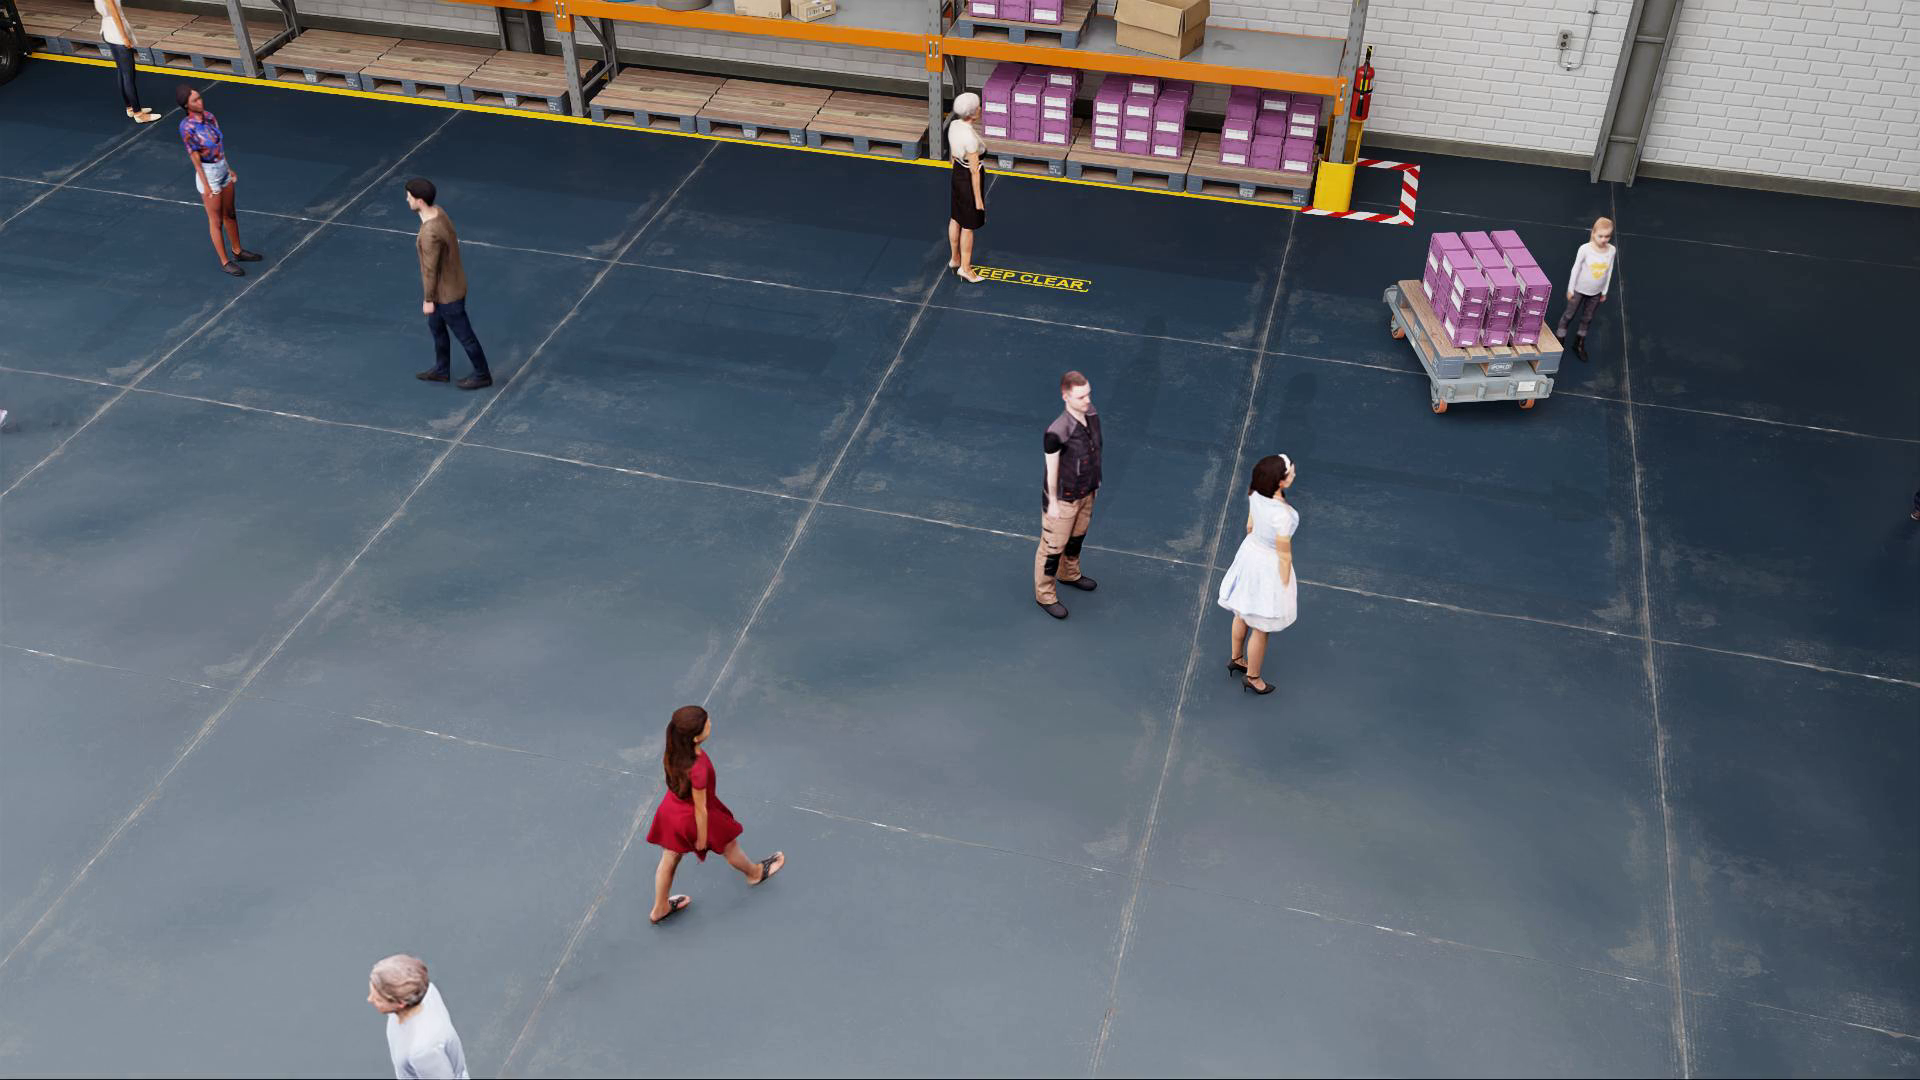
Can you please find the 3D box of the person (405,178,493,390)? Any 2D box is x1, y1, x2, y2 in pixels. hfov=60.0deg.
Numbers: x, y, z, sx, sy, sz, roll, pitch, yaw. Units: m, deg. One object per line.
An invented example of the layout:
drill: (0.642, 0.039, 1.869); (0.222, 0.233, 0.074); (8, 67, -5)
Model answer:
person: (-3.994, -2.012, 13.220); (0.976, 1.869, 0.864); (-8, 39, -10)

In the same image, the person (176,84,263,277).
person: (-6.665, -3.230, 14.848); (0.508, 1.741, 0.584); (9, 39, 11)

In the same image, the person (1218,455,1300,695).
person: (1.907, 0.222, 10.469); (0.906, 1.812, 0.854); (-14, 41, -16)

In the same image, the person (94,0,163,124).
person: (-8.803, -5.247, 17.340); (0.745, 1.784, 0.654); (-27, 46, -29)

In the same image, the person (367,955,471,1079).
person: (-2.360, 2.505, 7.546); (0.791, 1.892, 0.744); (-18, 42, -21)

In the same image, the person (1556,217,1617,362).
person: (5.203, -2.089, 13.791); (0.498, 1.278, 0.606); (-1, 39, -1)

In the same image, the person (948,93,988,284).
person: (0.047, -3.110, 14.689); (0.747, 1.754, 0.715); (-15, 41, -18)

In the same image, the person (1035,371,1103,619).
person: (0.726, -0.349, 11.160); (0.732, 1.841, 0.762); (26, 45, 28)

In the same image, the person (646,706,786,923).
person: (-1.531, 1.528, 9.080); (1.008, 1.506, 1.037); (-27, 46, -29)
